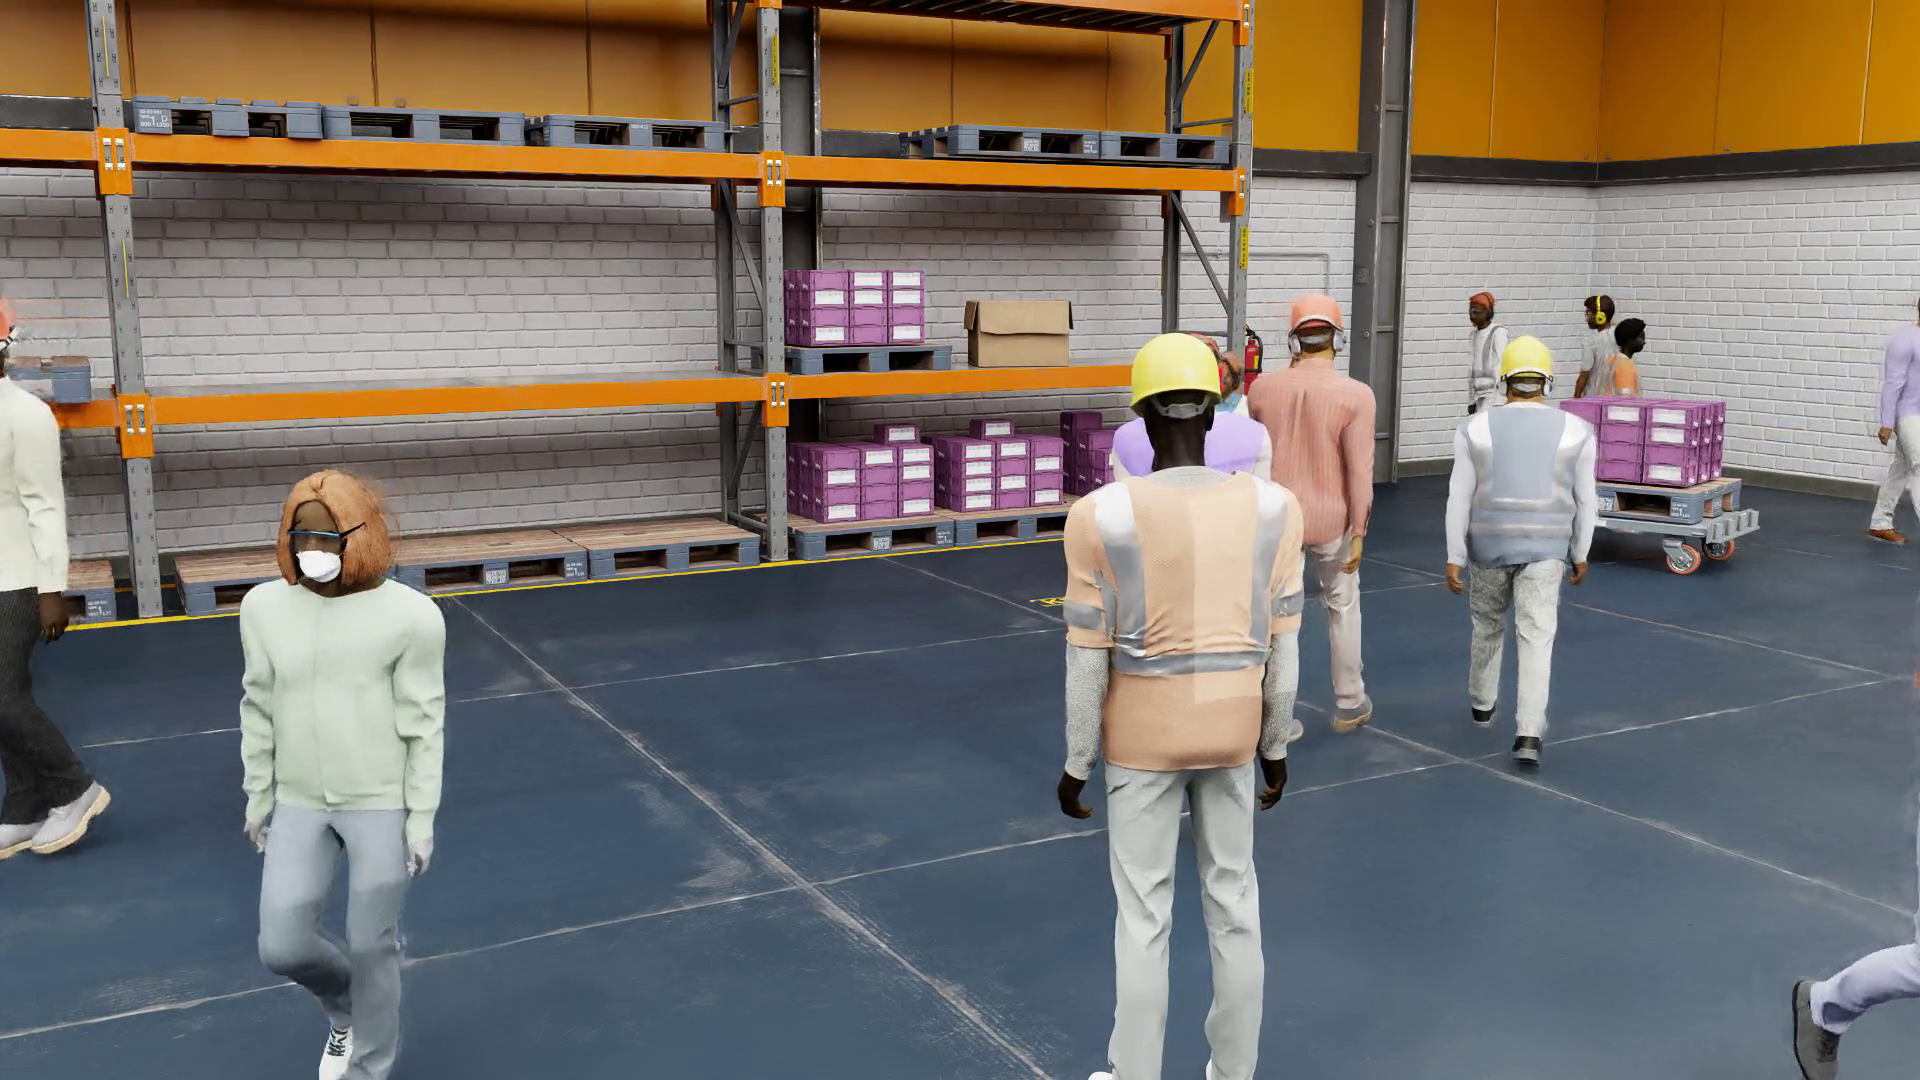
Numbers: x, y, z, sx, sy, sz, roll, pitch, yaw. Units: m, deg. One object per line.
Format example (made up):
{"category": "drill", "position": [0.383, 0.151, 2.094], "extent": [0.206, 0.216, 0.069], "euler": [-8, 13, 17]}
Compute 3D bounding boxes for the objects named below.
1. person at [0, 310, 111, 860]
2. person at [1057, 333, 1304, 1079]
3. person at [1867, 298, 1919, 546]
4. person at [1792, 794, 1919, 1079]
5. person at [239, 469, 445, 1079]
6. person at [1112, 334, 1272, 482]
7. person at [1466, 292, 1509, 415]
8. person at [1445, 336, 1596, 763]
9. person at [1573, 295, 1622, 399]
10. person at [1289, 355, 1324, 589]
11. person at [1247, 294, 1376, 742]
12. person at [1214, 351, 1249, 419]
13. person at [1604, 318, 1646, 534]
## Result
{"category": "person", "position": [-3.333, 0.145, 5.766], "extent": [0.657, 1.981, 0.429], "euler": [7, 12, 36]}
{"category": "person", "position": [0.514, 0.473, 3.974], "extent": [0.585, 1.917, 0.382], "euler": [-2, 10, -12]}
{"category": "person", "position": [7.093, -0.862, 12.133], "extent": [0.655, 1.898, 0.915], "euler": [-5, 11, -28]}
{"category": "person", "position": [2.322, 0.584, 3.781], "extent": [0.532, 1.745, 0.688], "euler": [-3, 10, -18]}
{"category": "person", "position": [-1.433, 0.629, 3.904], "extent": [0.515, 1.614, 0.394], "euler": [1, 9, 3]}
{"category": "person", "position": [0.817, 0.193, 5.915], "extent": [0.564, 1.837, 0.388], "euler": [1, 9, 7]}
{"category": "person", "position": [4.602, -1.226, 14.509], "extent": [0.619, 1.853, 0.675], "euler": [-1, 9, -7]}
{"category": "person", "position": [2.397, 0.024, 7.124], "extent": [0.612, 1.786, 0.935], "euler": [3, 10, 15]}
{"category": "person", "position": [5.151, -1.072, 13.605], "extent": [0.557, 1.847, 0.508], "euler": [-5, 11, -28]}
{"category": "person", "position": [2.163, -0.433, 10.401], "extent": [0.511, 1.626, 0.388], "euler": [5, 11, 29]}
{"category": "person", "position": [1.573, -0.094, 7.342], "extent": [0.605, 1.948, 0.870], "euler": [5, 11, 30]}
{"category": "person", "position": [1.491, -0.264, 9.370], "extent": [0.524, 1.614, 0.700], "euler": [3, 10, 16]}
{"category": "person", "position": [5.124, -0.884, 12.944], "extent": [0.423, 1.681, 0.543], "euler": [3, 10, 19]}
